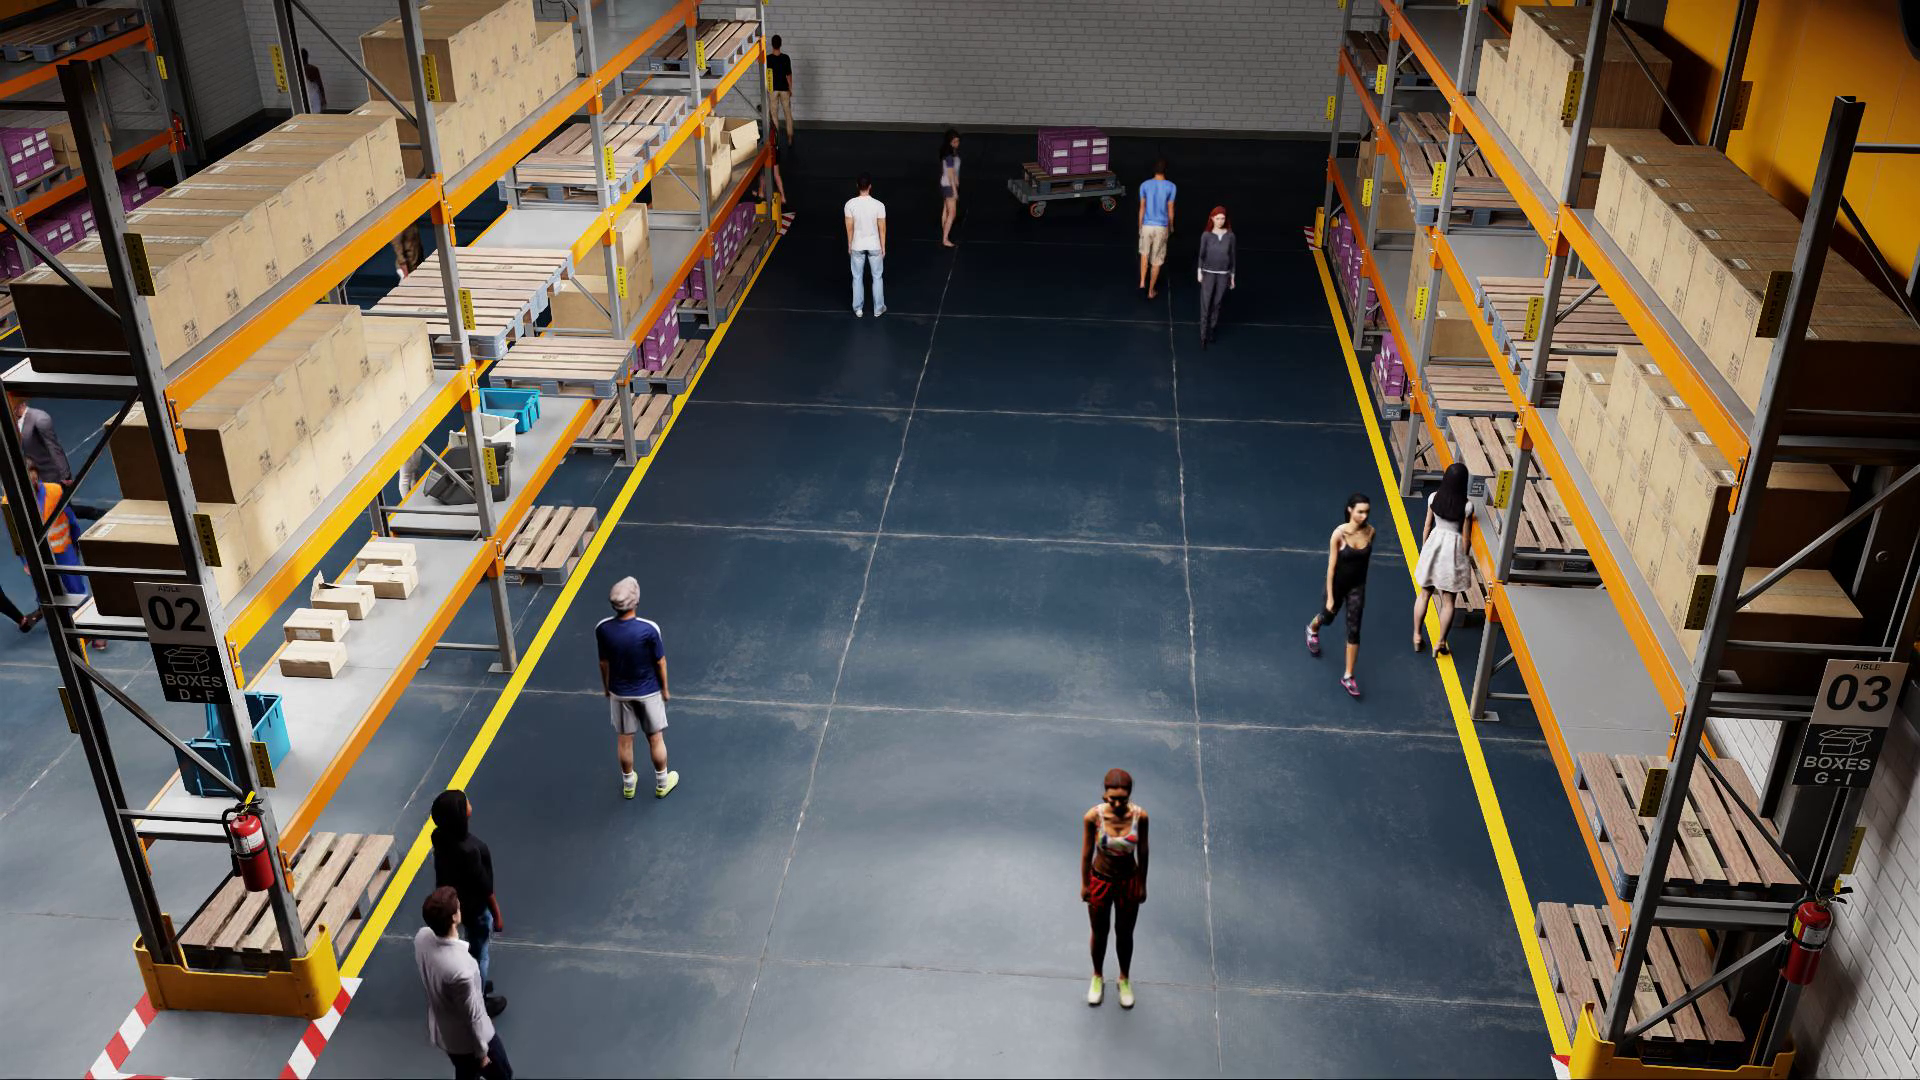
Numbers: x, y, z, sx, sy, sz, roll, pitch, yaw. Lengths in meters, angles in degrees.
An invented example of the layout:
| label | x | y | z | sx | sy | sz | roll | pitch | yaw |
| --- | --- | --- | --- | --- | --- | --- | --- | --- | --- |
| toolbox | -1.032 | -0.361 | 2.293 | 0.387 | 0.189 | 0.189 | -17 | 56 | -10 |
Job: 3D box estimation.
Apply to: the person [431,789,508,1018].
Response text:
| label | x | y | z | sx | sy | sz | roll | pitch | yaw |
| --- | --- | --- | --- | --- | --- | --- | --- | --- | --- |
| person | -3.103 | 2.301 | 10.245 | 0.720 | 1.690 | 0.762 | 20 | 34 | 32 |

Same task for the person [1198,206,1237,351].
| label | x | y | z | sx | sy | sz | roll | pitch | yaw |
| --- | --- | --- | --- | --- | --- | --- | --- | --- | --- |
| person | 3.120 | -3.244 | 20.341 | 0.597 | 1.757 | 0.791 | 1 | 29 | 2 |

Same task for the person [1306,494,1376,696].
| label | x | y | z | sx | sy | sz | roll | pitch | yaw |
| --- | --- | --- | --- | --- | --- | --- | --- | --- | --- |
| person | 3.138 | 0.373 | 13.782 | 0.807 | 1.688 | 1.194 | -6 | 29 | -10 |

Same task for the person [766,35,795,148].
| label | x | y | z | sx | sy | sz | roll | pitch | yaw |
| --- | --- | --- | --- | --- | --- | --- | --- | --- | --- |
| person | -3.077 | -7.641 | 28.296 | 0.701 | 1.859 | 0.654 | -8 | 29 | -13 |

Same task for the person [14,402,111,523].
| label | x | y | z | sx | sy | sz | roll | pitch | yaw |
| --- | --- | --- | --- | --- | --- | --- | --- | --- | --- |
| person | -8.466 | -0.658 | 15.539 | 0.972 | 1.815 | 1.089 | 11 | 31 | 20 |

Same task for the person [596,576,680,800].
| label | x | y | z | sx | sy | sz | roll | pitch | yaw |
| --- | --- | --- | --- | --- | --- | --- | --- | --- | --- |
| person | -2.403 | 1.099 | 12.295 | 0.641 | 1.837 | 0.544 | 1 | 29 | 1 |

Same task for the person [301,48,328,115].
| label | x | y | z | sx | sy | sz | roll | pitch | yaw |
| --- | --- | --- | --- | --- | --- | --- | --- | --- | --- |
| person | -10.818 | -7.252 | 27.676 | 0.693 | 1.768 | 0.779 | -4 | 29 | -7 |

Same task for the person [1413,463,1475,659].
| label | x | y | z | sx | sy | sz | roll | pitch | yaw |
| --- | --- | --- | --- | --- | --- | --- | --- | --- | --- |
| person | 4.097 | 0.166 | 14.077 | 0.779 | 1.769 | 0.807 | 20 | 34 | 32 |

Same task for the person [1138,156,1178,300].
| label | x | y | z | sx | sy | sz | roll | pitch | yaw |
| --- | --- | --- | --- | --- | --- | --- | --- | --- | --- |
| person | 2.546 | -4.047 | 21.722 | 0.733 | 1.845 | 0.823 | 9 | 30 | 15 |

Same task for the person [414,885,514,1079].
| label | x | y | z | sx | sy | sz | roll | pitch | yaw |
| --- | --- | --- | --- | --- | --- | --- | --- | --- | --- |
| person | -2.856 | 2.760 | 9.259 | 0.871 | 1.830 | 0.931 | 25 | 38 | 38 |

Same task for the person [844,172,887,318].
| label | x | y | z | sx | sy | sz | roll | pitch | yaw |
| --- | --- | --- | --- | --- | --- | --- | --- | --- | --- |
| person | -1.196 | -3.757 | 21.169 | 0.679 | 1.865 | 0.553 | 1 | 29 | 2 |

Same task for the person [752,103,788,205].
| label | x | y | z | sx | sy | sz | roll | pitch | yaw |
| --- | --- | --- | --- | --- | --- | --- | --- | --- | --- |
| person | -2.867 | -5.854 | 25.382 | 1.011 | 1.512 | 1.048 | -25 | 37 | -38 |

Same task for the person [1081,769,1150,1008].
| label | x | y | z | sx | sy | sz | roll | pitch | yaw |
| --- | --- | --- | --- | --- | --- | --- | --- | --- | --- |
| person | 0.963 | 2.150 | 10.423 | 0.582 | 1.786 | 0.561 | 0 | 29 | 0 |

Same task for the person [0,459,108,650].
| label | x | y | z | sx | sy | sz | roll | pitch | yaw |
| --- | --- | --- | --- | --- | --- | --- | --- | --- | --- |
| person | -7.770 | 0.108 | 14.123 | 1.112 | 1.828 | 1.072 | 24 | 36 | 36 |

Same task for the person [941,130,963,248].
| label | x | y | z | sx | sy | sz | roll | pitch | yaw |
| --- | --- | --- | --- | --- | --- | --- | --- | --- | --- |
| person | -0.166 | -5.079 | 23.789 | 0.826 | 1.677 | 0.526 | -9 | 30 | -15 |
